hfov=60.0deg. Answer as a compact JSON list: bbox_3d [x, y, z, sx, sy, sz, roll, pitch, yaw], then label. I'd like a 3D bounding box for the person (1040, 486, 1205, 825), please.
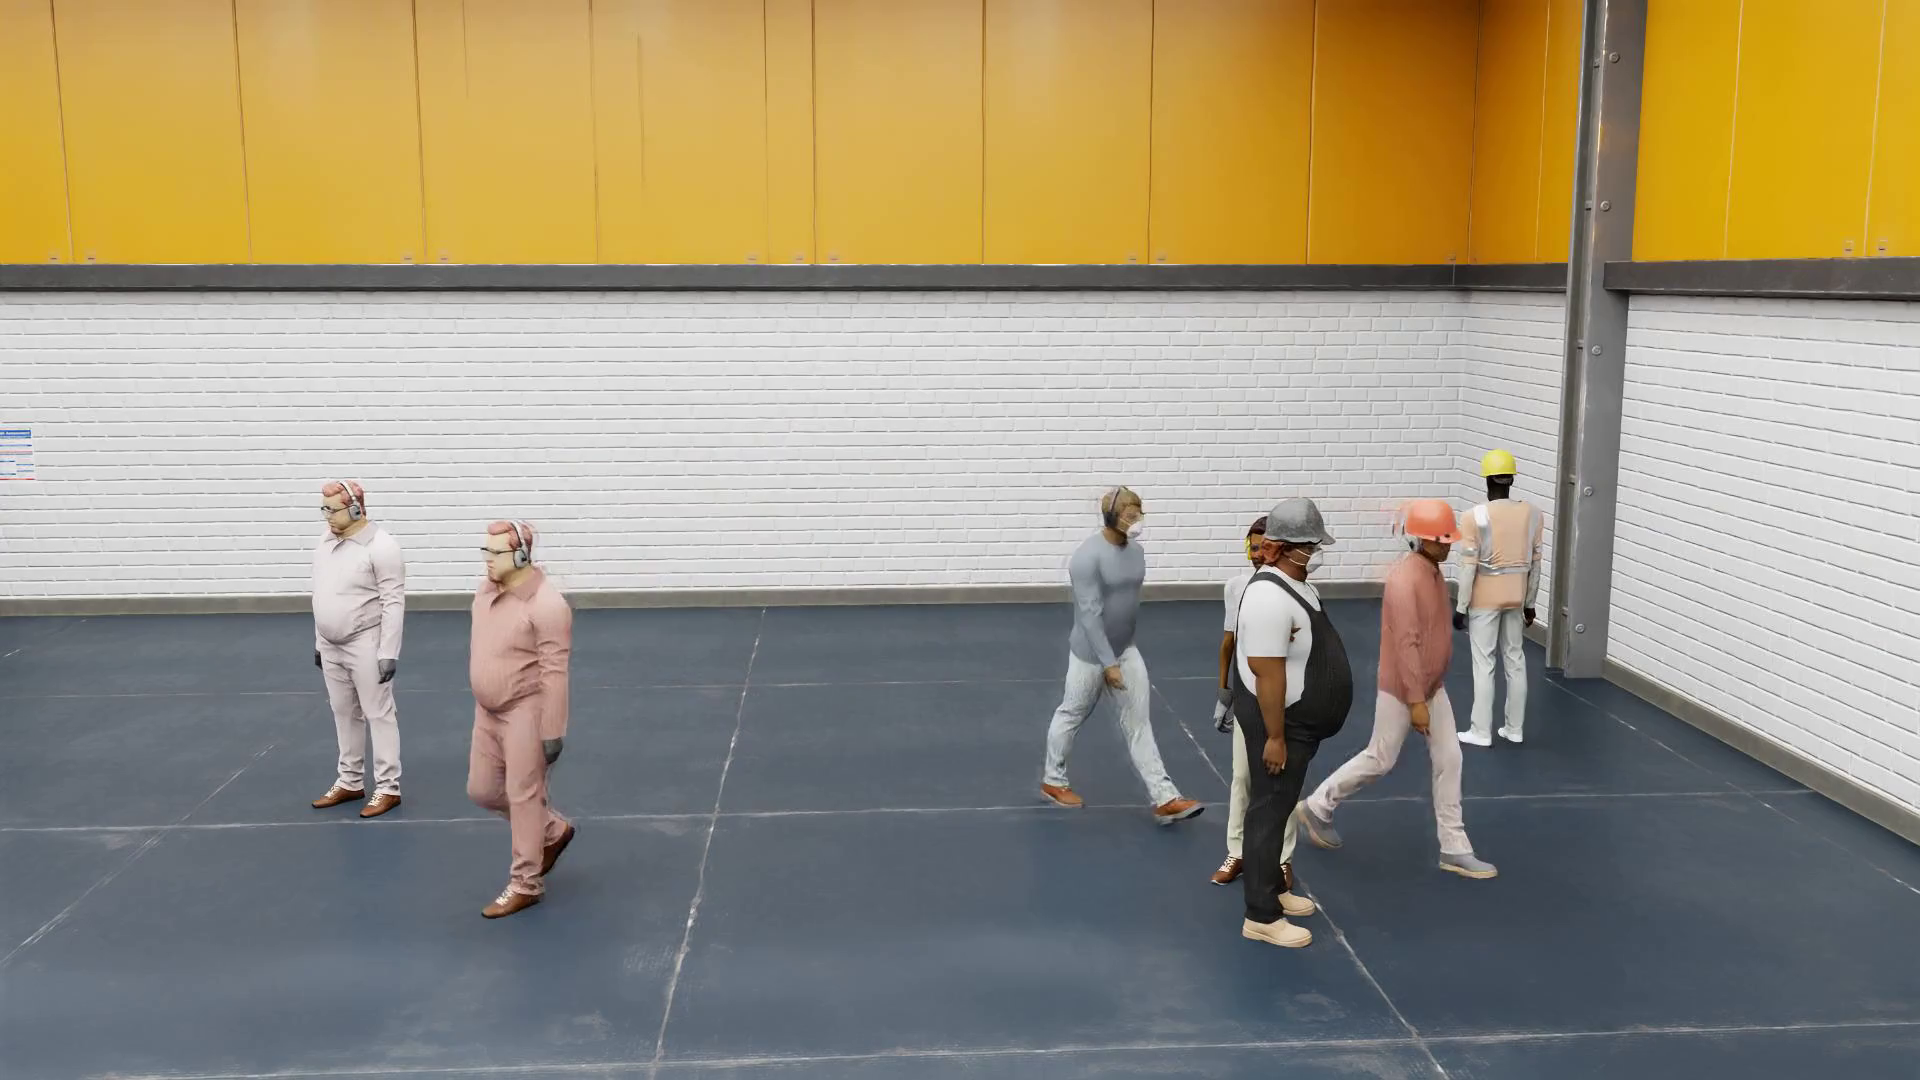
[{"bbox_3d":[0.862,0.640,9.204,0.630,1.872,1.072,-9,13,-44],"label":"person"}]

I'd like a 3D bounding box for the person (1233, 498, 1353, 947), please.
[{"bbox_3d":[1.527,0.809,7.639,0.536,2.000,0.688,3,9,15],"label":"person"}]

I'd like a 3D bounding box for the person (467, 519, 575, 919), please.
[{"bbox_3d":[-2.098,0.830,7.949,0.663,1.894,0.515,8,12,41],"label":"person"}]

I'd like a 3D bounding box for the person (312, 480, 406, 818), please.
[{"bbox_3d":[-3.417,0.605,9.364,0.639,1.901,0.406,5,10,29],"label":"person"}]

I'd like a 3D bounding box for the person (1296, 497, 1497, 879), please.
[{"bbox_3d":[2.242,0.722,8.512,1.006,1.949,0.603,7,12,38],"label":"person"}]

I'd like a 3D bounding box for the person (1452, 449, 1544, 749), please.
[{"bbox_3d":[3.443,0.378,10.709,0.593,1.922,0.384,-3,9,-16],"label":"person"}]

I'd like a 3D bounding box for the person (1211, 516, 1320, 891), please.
[{"bbox_3d":[1.502,0.804,8.206,0.514,1.872,0.328,4,10,26],"label":"person"}]
